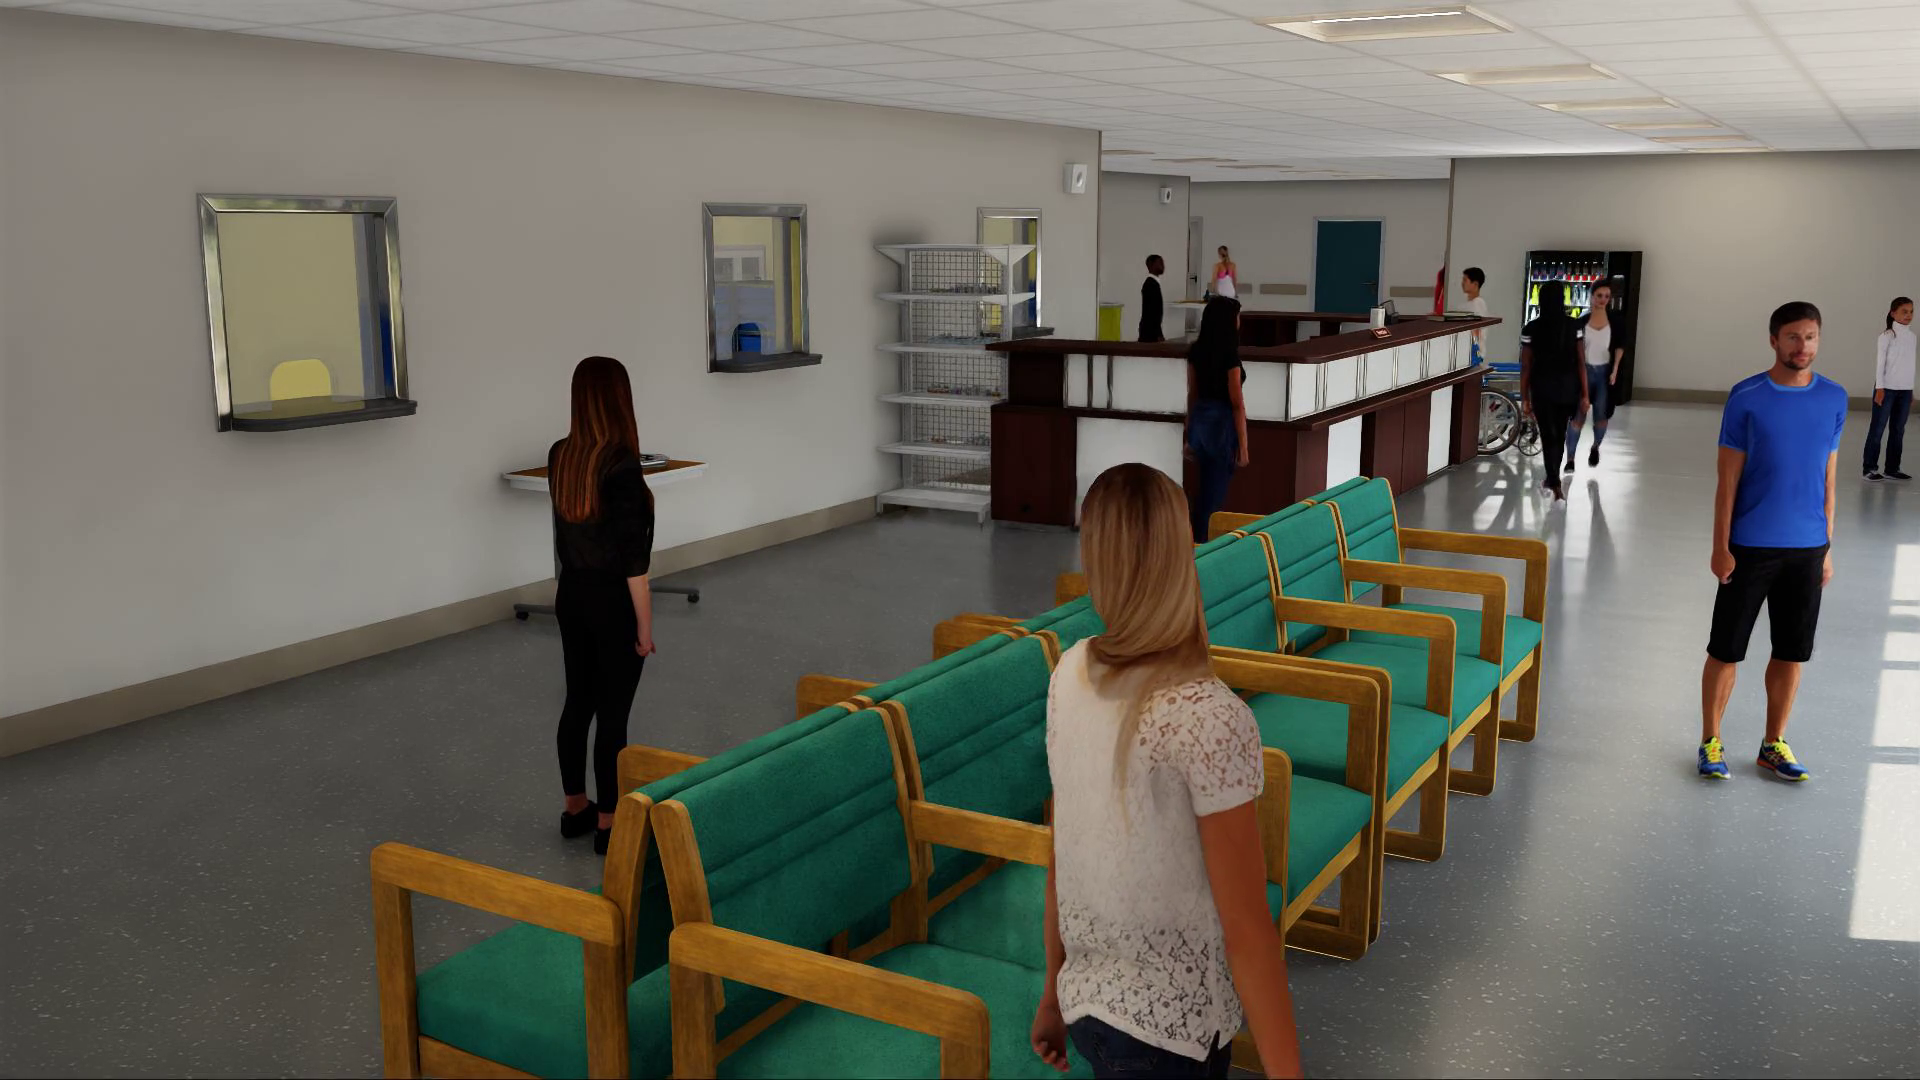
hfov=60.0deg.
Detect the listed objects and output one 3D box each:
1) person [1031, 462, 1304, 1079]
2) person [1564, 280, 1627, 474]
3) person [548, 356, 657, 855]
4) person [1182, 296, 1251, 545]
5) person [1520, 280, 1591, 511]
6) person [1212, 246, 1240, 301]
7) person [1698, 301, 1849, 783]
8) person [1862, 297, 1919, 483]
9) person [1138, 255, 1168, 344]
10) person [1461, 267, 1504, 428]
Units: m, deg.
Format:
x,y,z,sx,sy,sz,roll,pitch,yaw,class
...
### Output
x,y,z,sx,sy,sz,roll,pitch,yaw,class
0.189,0.811,2.530,1.194,1.757,1.231,-4,12,-22,person
5.508,-1.395,14.403,0.746,1.666,0.741,6,12,27,person
-1.267,0.219,5.777,0.515,1.710,0.673,9,14,38,person
1.439,-0.572,9.904,0.748,1.725,0.663,-8,13,-35,person
4.505,-1.071,12.571,1.083,1.712,1.027,1,11,6,person
4.738,-4.306,29.487,0.960,1.760,1.020,-3,11,-14,person
3.159,0.010,6.463,0.635,1.866,0.755,1,11,4,person
7.902,-1.280,14.082,0.619,1.558,0.682,-3,11,-13,person
2.148,-2.426,19.601,1.305,1.754,0.949,2,11,11,person
5.244,-1.895,16.847,0.958,1.706,0.776,3,11,14,person
